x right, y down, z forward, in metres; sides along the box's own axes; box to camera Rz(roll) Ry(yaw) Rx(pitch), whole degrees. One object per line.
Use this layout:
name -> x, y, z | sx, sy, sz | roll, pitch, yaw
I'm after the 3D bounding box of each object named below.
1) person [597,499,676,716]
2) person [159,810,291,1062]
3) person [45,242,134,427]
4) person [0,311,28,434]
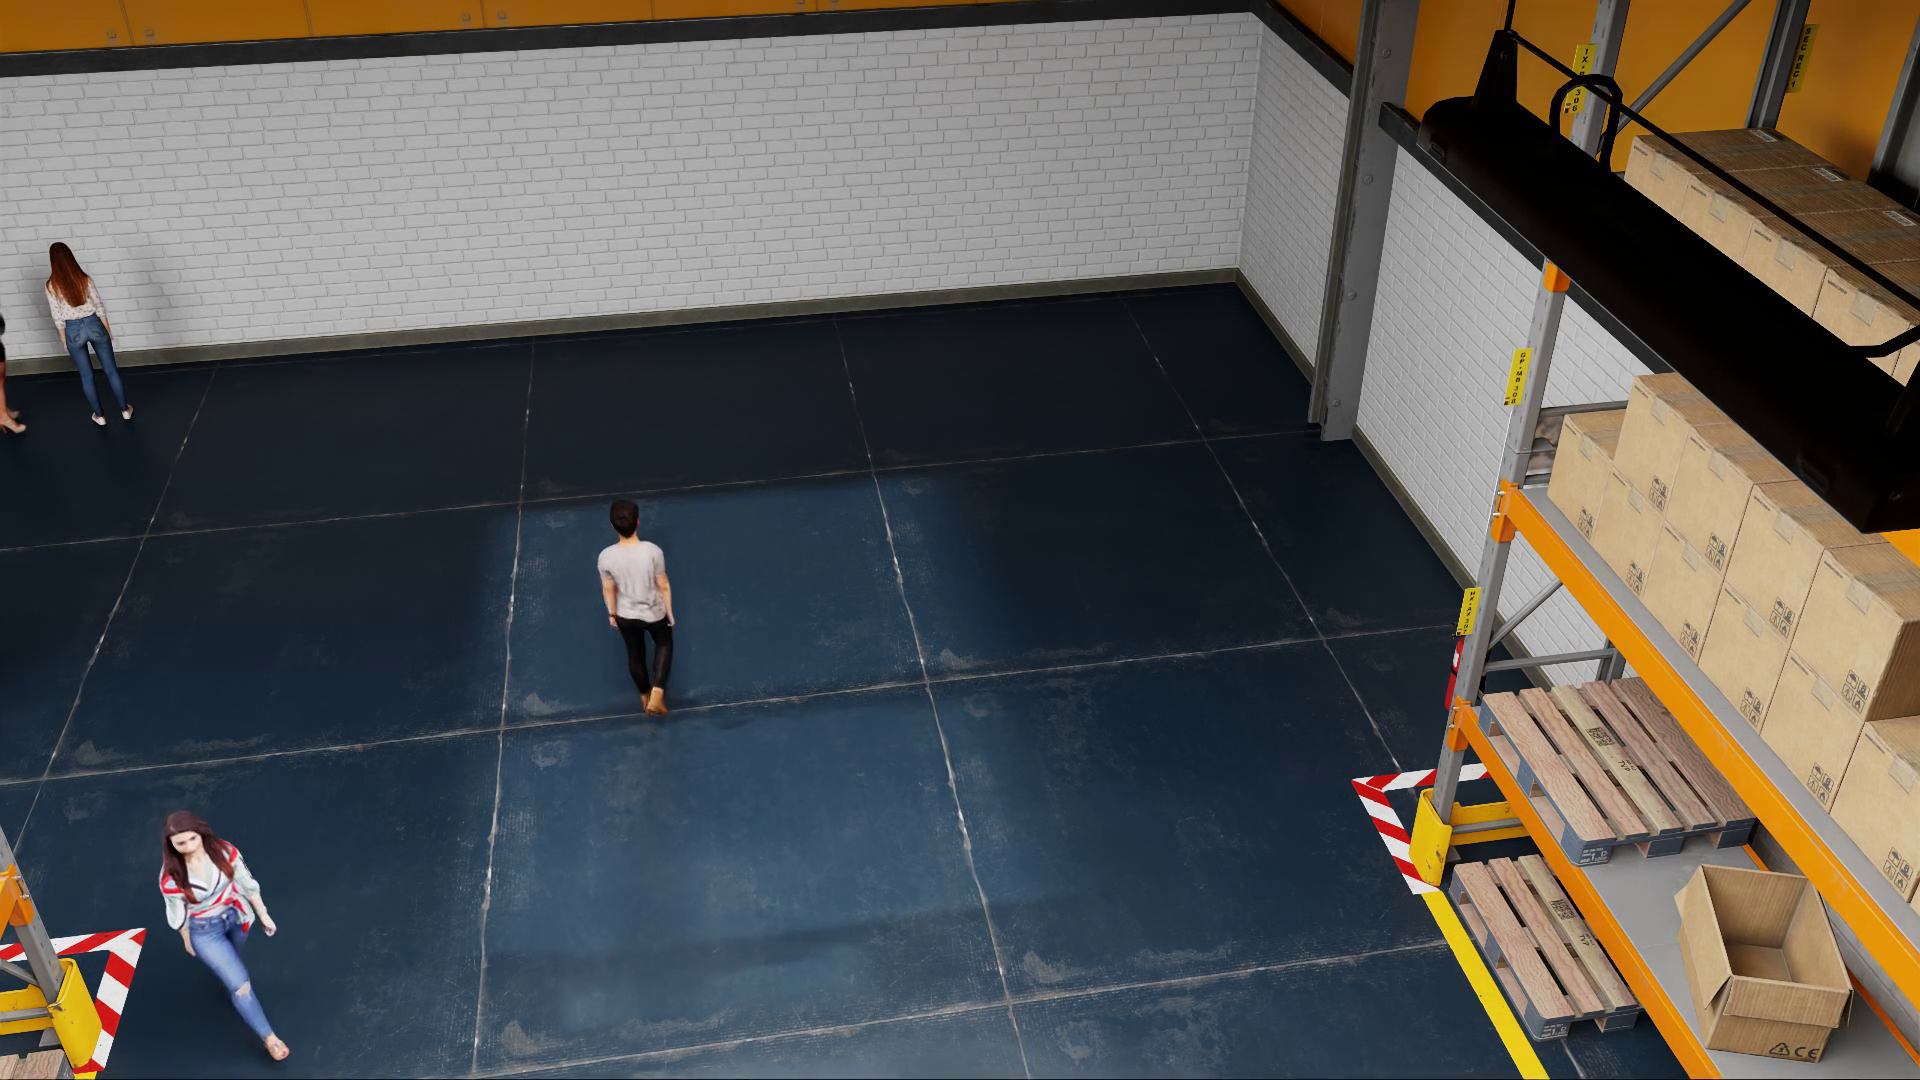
person -> -2.164, 0.521, 11.224 | 0.664, 1.713, 0.781 | -1, 34, -2
person -> -4.058, 2.053, 9.052 | 1.139, 1.565, 1.014 | 26, 42, 34
person -> -7.759, -1.836, 14.755 | 0.647, 1.729, 0.625 | -19, 38, -26
person -> -8.579, -1.726, 14.678 | 0.733, 1.631, 0.649 | -22, 40, -30
